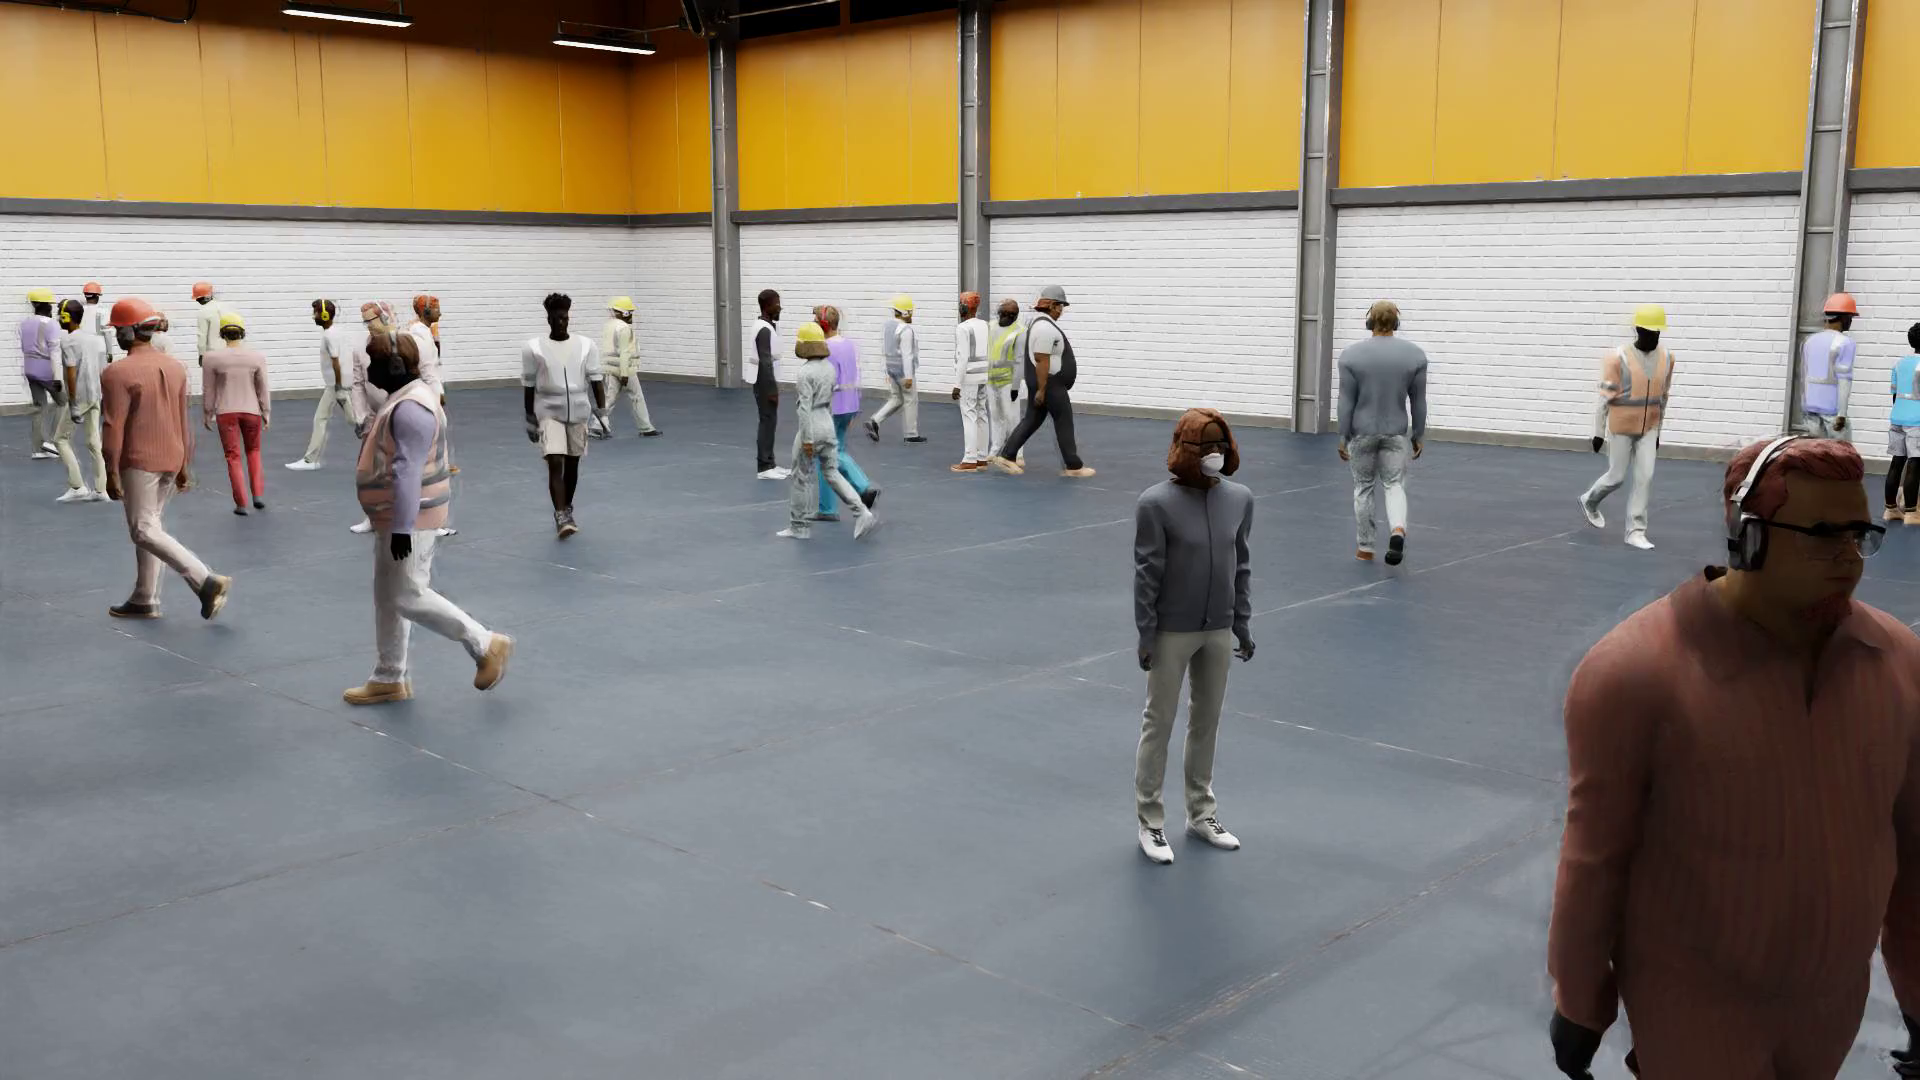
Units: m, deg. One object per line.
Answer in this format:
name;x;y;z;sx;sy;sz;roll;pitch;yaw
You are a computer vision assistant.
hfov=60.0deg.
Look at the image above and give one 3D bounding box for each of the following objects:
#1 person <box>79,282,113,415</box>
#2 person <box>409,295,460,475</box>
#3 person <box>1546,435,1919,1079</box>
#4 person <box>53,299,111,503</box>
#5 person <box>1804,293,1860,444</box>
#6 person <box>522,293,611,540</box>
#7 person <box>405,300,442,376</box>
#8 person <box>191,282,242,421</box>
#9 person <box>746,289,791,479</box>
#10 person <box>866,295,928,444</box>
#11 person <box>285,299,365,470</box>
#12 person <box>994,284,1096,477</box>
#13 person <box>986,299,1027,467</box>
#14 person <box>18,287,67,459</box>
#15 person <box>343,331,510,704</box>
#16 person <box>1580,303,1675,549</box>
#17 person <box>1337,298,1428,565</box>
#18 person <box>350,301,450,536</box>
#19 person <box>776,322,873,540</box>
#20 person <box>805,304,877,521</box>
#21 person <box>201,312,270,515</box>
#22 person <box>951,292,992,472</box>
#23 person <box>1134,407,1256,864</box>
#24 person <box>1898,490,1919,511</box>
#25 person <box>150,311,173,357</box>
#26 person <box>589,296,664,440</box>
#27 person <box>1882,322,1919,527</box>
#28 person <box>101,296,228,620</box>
person;-12.572;-2.775;24.177;0.540;1.929;0.380;0;9;-1
person;-5.355;-1.536;16.790;0.743;1.854;0.654;-4;10;-22
person;1.333;0.730;2.898;0.655;1.869;0.958;-2;10;-13
person;-8.024;-1.257;15.104;0.579;1.847;0.518;2;9;11
person;7.357;-1.143;14.198;0.576;1.918;0.541;-2;9;-12
person;-3.089;-0.975;13.127;0.633;1.918;0.953;-5;10;-27
person;-7.664;-2.603;23.814;0.535;1.700;0.318;2;10;14
person;-10.329;-2.633;23.297;0.430;1.943;0.797;4;10;22
person;-1.945;-1.569;16.830;0.447;1.911;0.645;-1;9;-7
person;-0.754;-2.042;20.037;0.700;1.809;0.602;-5;11;-29
person;-6.593;-1.635;17.559;1.021;1.817;0.547;-1;9;-8
person;0.840;-1.661;16.999;0.989;2.000;0.670;-1;9;-8
person;0.448;-1.689;17.914;0.432;1.808;0.726;-7;11;-36
person;-10.201;-1.850;18.543;0.609;1.909;0.451;4;10;23
person;-2.642;-0.101;8.090;0.712;1.826;0.634;-4;10;-24
person;5.134;-0.897;12.843;0.597;1.882;0.787;-2;9;-9
person;2.977;-0.741;11.749;0.632;1.919;0.713;1;9;3
person;-4.483;-0.953;13.205;0.856;1.876;0.396;2;9;10
person;-1.074;-0.839;12.950;0.785;1.718;0.488;6;11;31
person;-1.028;-1.052;13.917;0.530;1.826;0.585;5;10;26
person;-6.276;-1.091;14.408;0.526;1.751;0.523;-7;11;-35
person;0.114;-1.649;17.407;0.355;1.883;0.572;6;11;32
person;0.847;0.335;6.005;0.501;1.633;0.281;-5;10;-26
person;8.708;-1.209;14.359;1.034;1.985;0.631;2;9;9
person;-9.757;-1.962;20.152;0.501;1.611;0.617;2;9;12
person;-4.201;-2.127;20.648;0.943;1.786;0.611;-6;11;-32
person;7.875;-0.956;13.723;0.321;1.697;0.530;0;9;-3
person;-4.781;-0.467;9.907;0.861;1.967;0.621;2;10;13
